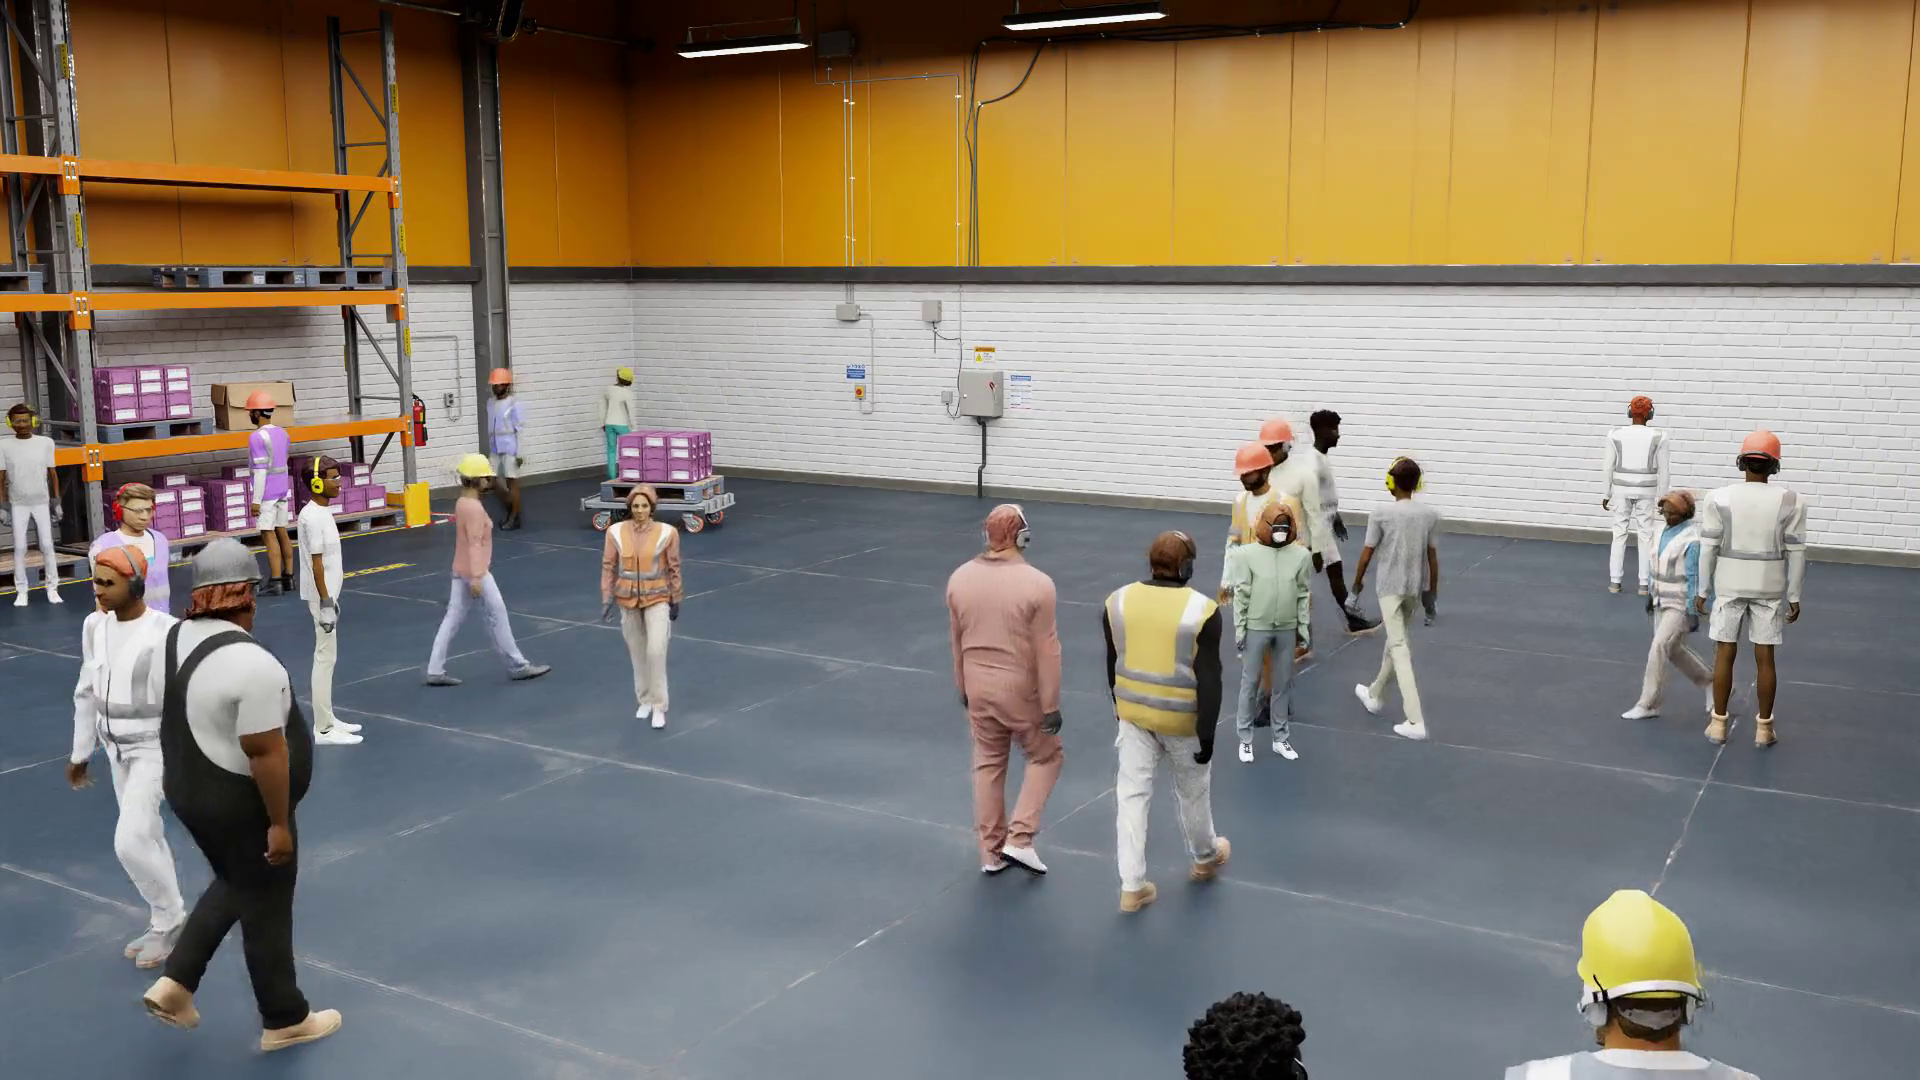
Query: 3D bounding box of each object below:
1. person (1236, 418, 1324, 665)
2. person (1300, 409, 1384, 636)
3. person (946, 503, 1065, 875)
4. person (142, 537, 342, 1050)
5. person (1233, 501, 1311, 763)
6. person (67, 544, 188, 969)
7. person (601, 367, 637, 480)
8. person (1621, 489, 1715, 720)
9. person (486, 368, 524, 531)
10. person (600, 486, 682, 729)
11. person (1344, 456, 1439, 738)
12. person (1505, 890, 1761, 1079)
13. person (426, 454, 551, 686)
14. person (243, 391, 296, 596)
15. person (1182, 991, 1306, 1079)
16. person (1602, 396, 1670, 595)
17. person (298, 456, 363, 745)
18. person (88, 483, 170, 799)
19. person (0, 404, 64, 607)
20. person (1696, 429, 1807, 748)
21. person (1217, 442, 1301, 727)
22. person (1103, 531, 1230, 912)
[{"bbox_3d":[2.400,0.043,12.669,1.079,1.929,0.611,-8,12,-41],"label":"person"},{"bbox_3d":[3.026,-0.146,13.953,1.046,1.910,0.609,2,9,11],"label":"person"},{"bbox_3d":[0.243,0.759,8.331,0.666,1.894,0.428,6,11,34],"label":"person"},{"bbox_3d":[-2.812,0.987,6.464,0.715,2.000,0.617,7,11,37],"label":"person"},{"bbox_3d":[1.940,0.567,10.352,0.498,1.633,0.286,-2,9,-10],"label":"person"},{"bbox_3d":[-3.613,0.946,7.273,0.588,1.868,0.523,5,10,29],"label":"person"},{"bbox_3d":[-4.835,-1.593,23.597,0.623,1.721,0.338,4,10,25],"label":"person"},{"bbox_3d":[4.891,0.434,11.263,0.711,1.602,0.539,-1,9,-7],"label":"person"},{"bbox_3d":[-5.369,-1.061,19.585,0.564,1.926,0.425,5,11,30],"label":"person"},{"bbox_3d":[-2.145,0.453,11.140,0.513,1.614,0.688,1,9,3],"label":"person"},{"bbox_3d":[2.884,0.355,11.097,0.541,1.818,0.976,-3,10,-17],"label":"person"},{"bbox_3d":[1.355,1.589,3.464,0.588,1.792,0.855,1,9,4],"label":"person"},{"bbox_3d":[-3.536,0.222,12.227,0.899,1.712,0.538,-5,11,-30],"label":"person"},{"bbox_3d":[-6.532,-0.436,15.665,0.366,1.935,0.552,1,9,6],"label":"person"},{"bbox_3d":[0.525,1.682,3.187,0.321,1.697,0.530,-3,10,-20],"label":"person"},{"bbox_3d":[6.392,-0.423,15.747,0.584,1.882,0.337,5,10,28],"label":"person"},{"bbox_3d":[-4.083,0.386,10.746,0.328,1.872,0.514,-3,10,-20],"label":"person"},{"bbox_3d":[-4.760,0.583,9.612,0.390,1.838,0.563,2,9,11],"label":"person"},{"bbox_3d":[-8.501,-0.321,15.209,0.541,1.861,0.328,-5,11,-31],"label":"person"},{"bbox_3d":[5.067,0.309,10.683,0.615,2.041,0.386,4,10,23],"label":"person"},{"bbox_3d":[2.000,0.290,11.225,0.671,1.904,0.577,-5,10,-29],"label":"person"},{"bbox_3d":[1.030,0.841,8.103,0.648,1.798,0.913,5,11,31],"label":"person"}]
